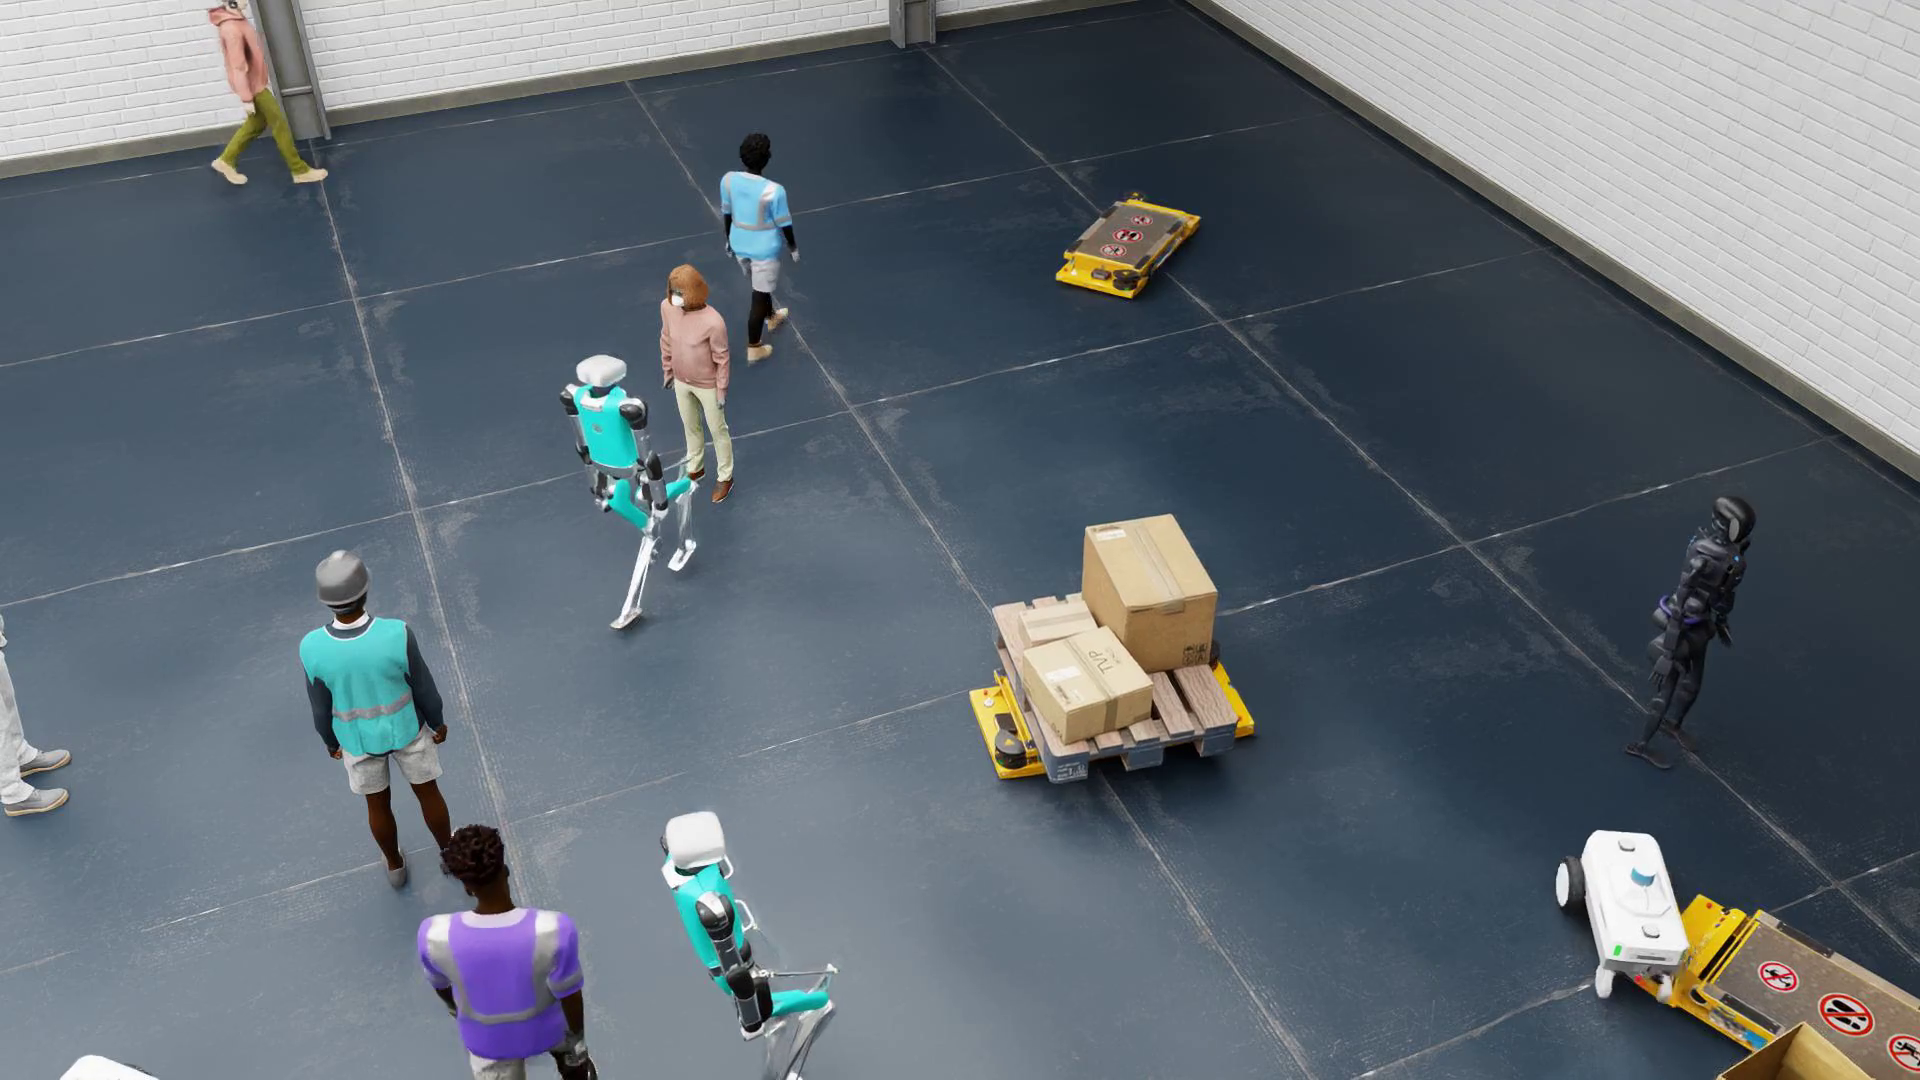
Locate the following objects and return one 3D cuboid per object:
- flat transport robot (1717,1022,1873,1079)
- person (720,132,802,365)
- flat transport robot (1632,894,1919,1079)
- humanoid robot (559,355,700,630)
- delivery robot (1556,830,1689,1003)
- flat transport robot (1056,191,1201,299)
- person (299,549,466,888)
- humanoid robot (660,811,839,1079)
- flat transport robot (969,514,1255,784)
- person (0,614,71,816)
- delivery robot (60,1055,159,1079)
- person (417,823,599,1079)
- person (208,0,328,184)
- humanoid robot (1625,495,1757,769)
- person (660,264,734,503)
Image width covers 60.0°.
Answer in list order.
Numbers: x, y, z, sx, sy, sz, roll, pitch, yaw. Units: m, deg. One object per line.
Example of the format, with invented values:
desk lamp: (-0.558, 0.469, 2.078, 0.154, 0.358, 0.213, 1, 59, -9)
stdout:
flat transport robot: (3.406, 2.890, 6.512, 1.431, 0.231, 0.659, -14, 40, -18)
person: (-1.380, -2.122, 11.888, 0.548, 1.661, 0.787, 21, 42, 25)
flat transport robot: (3.858, 2.156, 7.468, 1.431, 0.231, 0.659, 31, 47, 34)
humanoid robot: (-1.816, -0.384, 9.605, 0.557, 1.758, 1.044, 16, 40, 19)
delivery robot: (3.138, 1.727, 7.799, 0.499, 0.604, 0.808, 4, 38, 5)
flat transport robot: (1.373, -2.384, 13.377, 0.659, 0.231, 1.431, 18, 41, 22)
person: (-2.694, 0.875, 7.764, 0.567, 1.937, 0.419, -9, 39, -12)
humanoid robot: (-0.770, 1.767, 6.840, 0.748, 1.868, 0.558, -18, 41, -22)
flat transport robot: (0.823, 0.908, 9.092, 1.431, 0.231, 0.659, -9, 38, -11)
person: (-4.863, 0.567, 8.221, 0.352, 1.876, 0.571, -13, 39, -16)
delivery robot: (-3.411, 2.424, 6.864, 0.756, 0.571, 0.499, 13, 40, 17)
person: (-1.726, 1.896, 6.458, 0.603, 1.924, 0.909, -6, 38, -8)
person: (-6.003, -3.826, 13.993, 0.855, 1.811, 0.534, -12, 39, -15)
humanoid robot: (3.742, 0.473, 8.493, 0.588, 1.650, 0.344, -27, 45, -30)
person: (-1.653, -0.986, 10.435, 0.499, 1.633, 0.285, 19, 41, 23)
